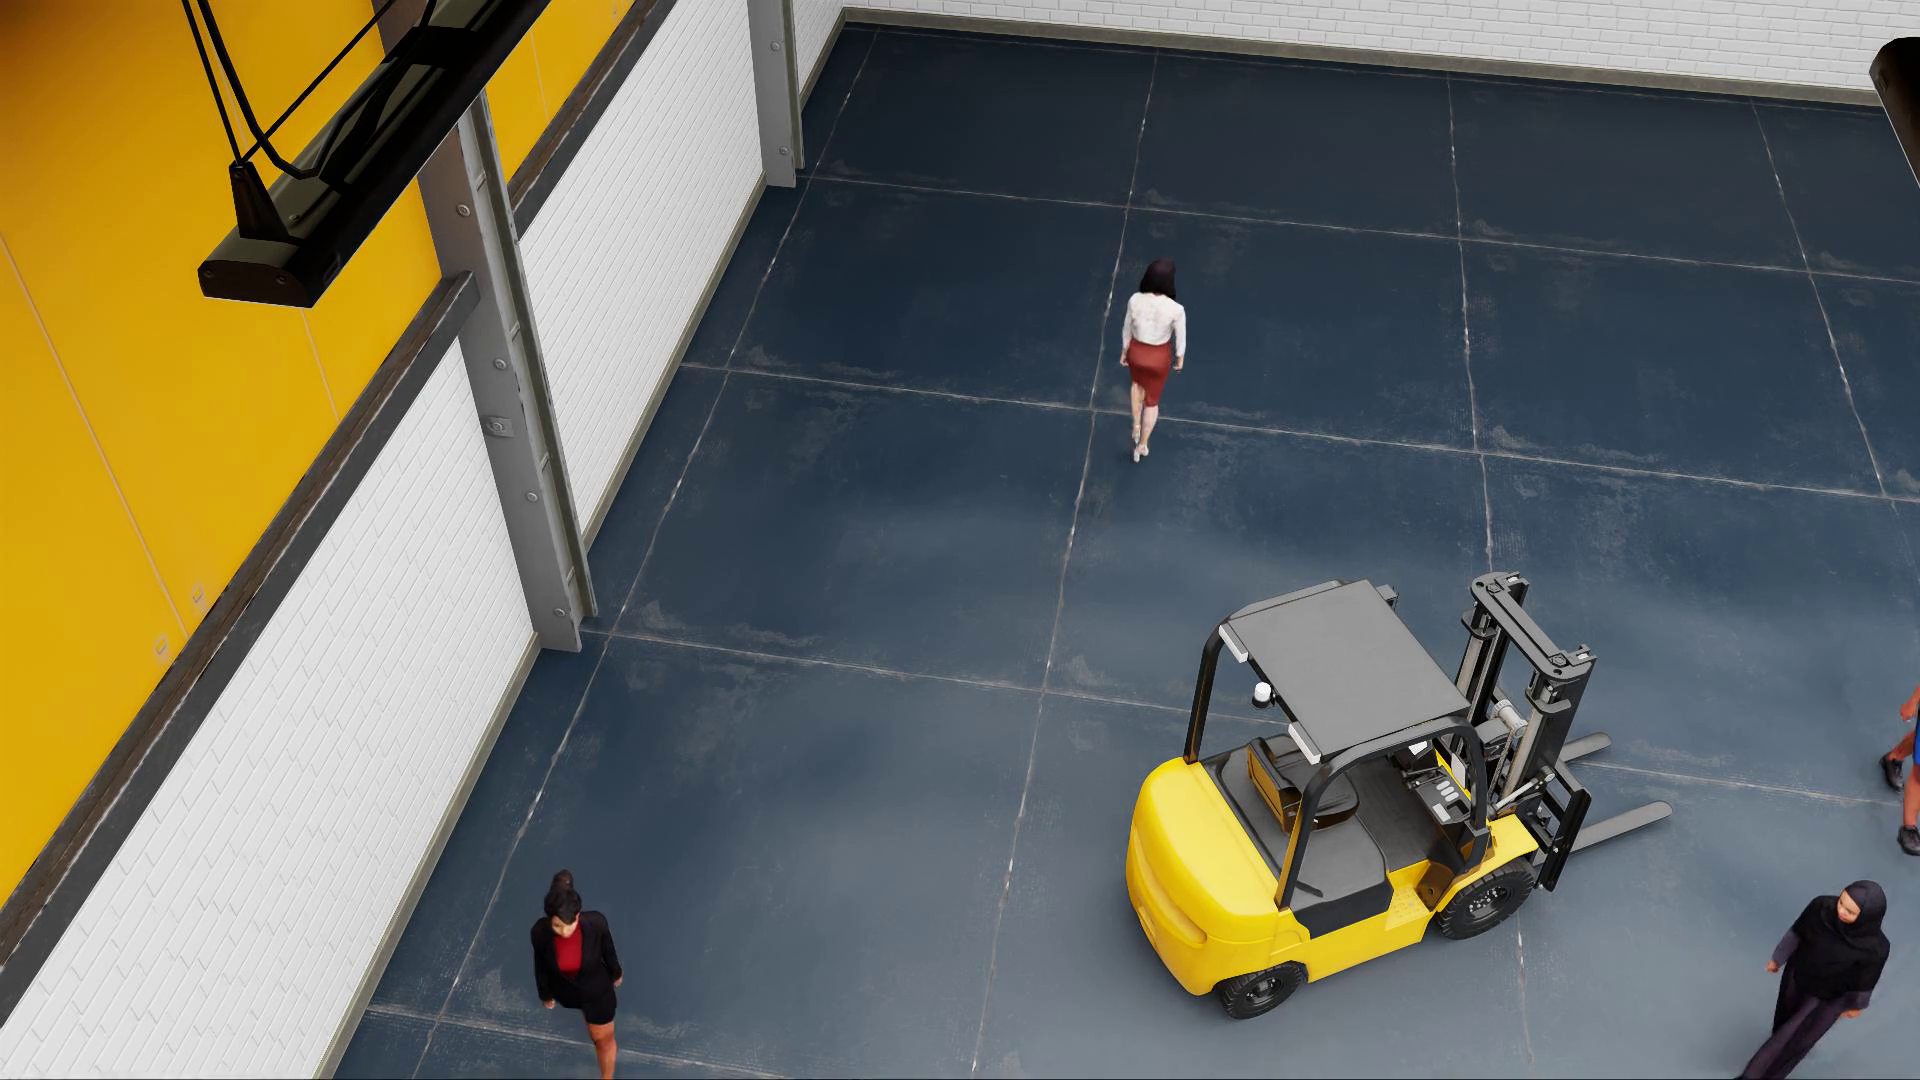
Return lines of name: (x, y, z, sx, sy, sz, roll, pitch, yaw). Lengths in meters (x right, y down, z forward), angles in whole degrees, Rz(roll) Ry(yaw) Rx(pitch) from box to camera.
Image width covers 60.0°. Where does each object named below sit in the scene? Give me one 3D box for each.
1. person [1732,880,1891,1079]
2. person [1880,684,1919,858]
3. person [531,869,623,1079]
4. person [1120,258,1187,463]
person: (4.520, 2.237, 8.614, 1.047, 1.609, 1.065, -20, 47, -19)
person: (5.854, 0.959, 9.854, 0.631, 1.749, 1.091, 6, 44, 6)
person: (-1.954, 2.262, 8.592, 0.750, 1.603, 1.090, -3, 44, -4)
person: (1.367, -1.259, 12.191, 0.670, 1.736, 0.675, 15, 46, 15)
